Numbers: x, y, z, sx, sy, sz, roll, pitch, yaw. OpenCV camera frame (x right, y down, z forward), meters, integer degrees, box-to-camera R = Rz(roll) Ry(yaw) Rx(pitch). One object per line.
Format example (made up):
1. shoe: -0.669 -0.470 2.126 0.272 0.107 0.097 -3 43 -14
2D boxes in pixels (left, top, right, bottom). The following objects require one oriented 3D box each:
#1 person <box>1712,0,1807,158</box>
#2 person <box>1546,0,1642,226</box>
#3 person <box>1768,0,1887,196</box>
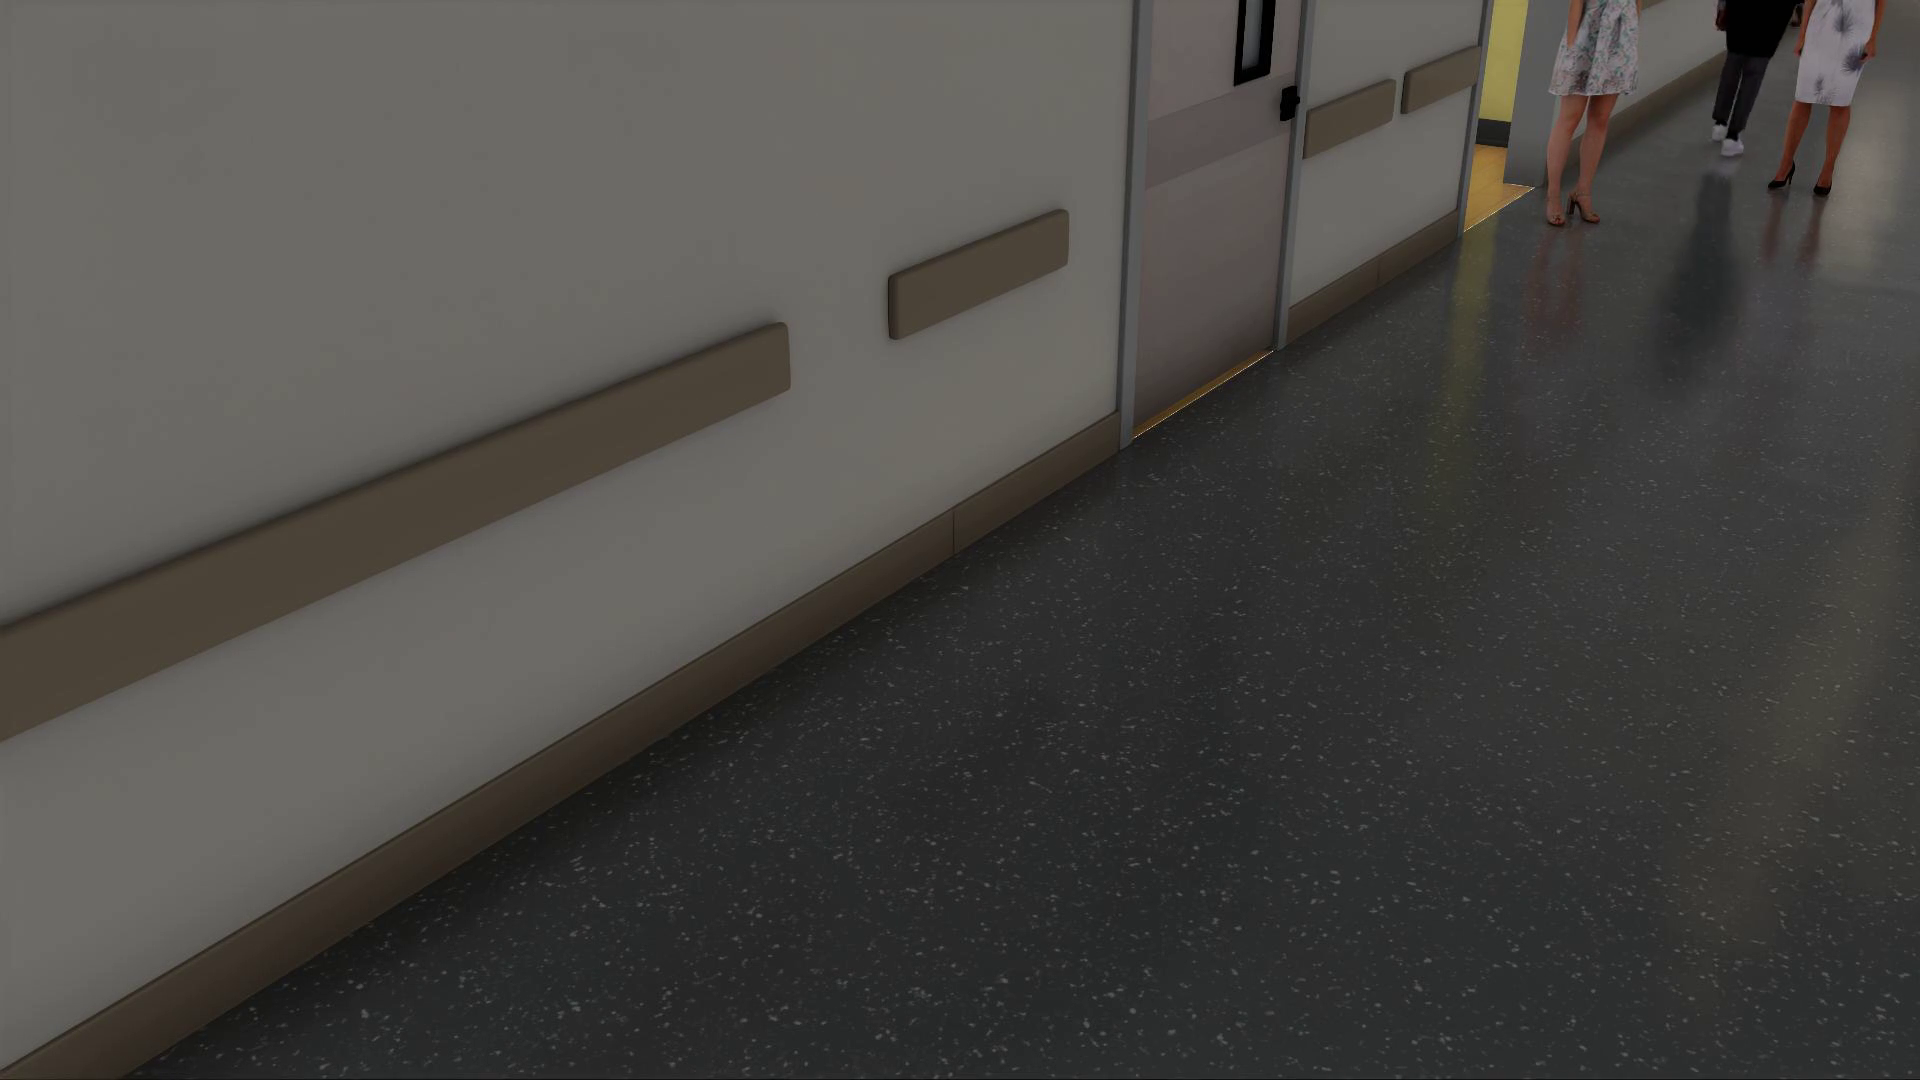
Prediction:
1. person: 4.808 -3.203 10.068 0.714 1.744 0.721 20 32 35
2. person: 3.325 -2.540 8.658 0.775 1.775 0.824 -7 27 -14
3. person: 4.895 -2.821 9.270 0.435 1.750 0.625 18 31 32
